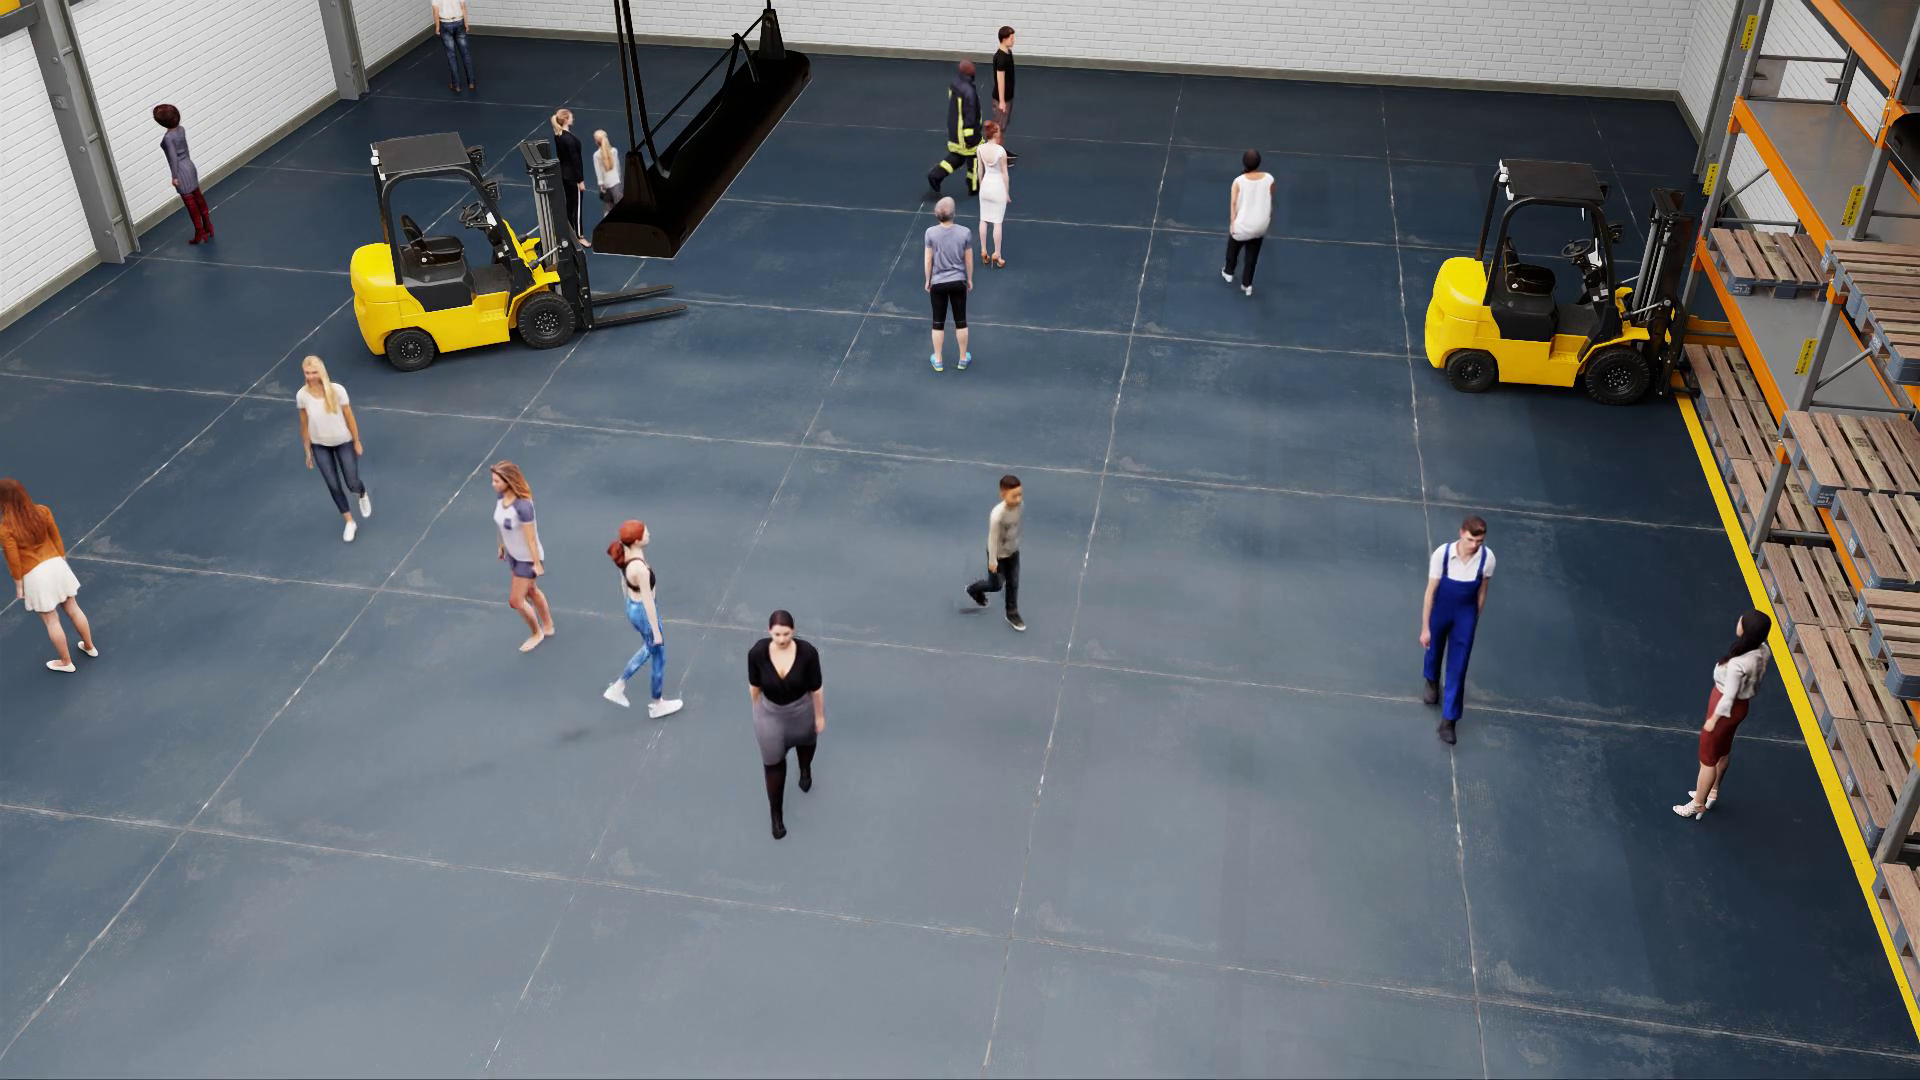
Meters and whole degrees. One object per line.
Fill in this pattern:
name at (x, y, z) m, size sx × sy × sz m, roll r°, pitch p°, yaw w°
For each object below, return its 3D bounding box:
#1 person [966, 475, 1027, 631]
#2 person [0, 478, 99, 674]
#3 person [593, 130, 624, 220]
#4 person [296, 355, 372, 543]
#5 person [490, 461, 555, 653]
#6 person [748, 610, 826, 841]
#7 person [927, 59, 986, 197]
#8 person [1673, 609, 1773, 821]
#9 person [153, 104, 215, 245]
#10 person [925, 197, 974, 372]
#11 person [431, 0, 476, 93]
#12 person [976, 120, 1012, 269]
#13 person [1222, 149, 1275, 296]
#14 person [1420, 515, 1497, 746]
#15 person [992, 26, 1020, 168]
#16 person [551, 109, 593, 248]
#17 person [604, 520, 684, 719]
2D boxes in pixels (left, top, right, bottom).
person at (0.310, 0.077, 13.560) m, size 0.874 × 1.442 × 0.846 m, roll 27°, pitch 42°, yaw 34°
person at (-7.169, 0.267, 13.021) m, size 0.740 × 1.722 × 0.605 m, roll 16°, pitch 37°, yaw 23°
person at (-4.282, -4.392, 20.458) m, size 0.852 × 1.249 × 0.932 m, roll -19°, pitch 38°, yaw -26°
person at (-5.507, -0.860, 14.651) m, size 0.736 × 1.795 × 0.830 m, roll -4°, pitch 34°, yaw -6°
person at (-3.404, 0.100, 13.280) m, size 0.793 × 1.713 × 0.738 m, roll -23°, pitch 40°, yaw -31°
person at (-1.192, 1.171, 11.666) m, size 0.822 × 1.718 × 1.082 m, roll -2°, pitch 34°, yaw -3°
person at (-0.011, -5.237, 21.231) m, size 1.172 × 1.801 × 1.170 m, roll -15°, pitch 36°, yaw -21°
person at (5.322, 1.217, 11.566) m, size 0.648 × 1.751 × 0.736 m, roll -26°, pitch 42°, yaw -34°
person at (-9.371, -4.435, 20.105) m, size 0.655 × 1.711 × 0.453 m, roll 4°, pitch 34°, yaw 5°
person at (-0.115, -2.651, 17.265) m, size 0.692 × 1.885 × 0.643 m, roll -1°, pitch 34°, yaw -1°
person at (-7.579, -7.661, 24.829) m, size 0.746 × 1.854 × 0.796 m, roll -19°, pitch 38°, yaw -26°
person at (0.370, -4.048, 19.452) m, size 0.639 × 1.790 × 0.620 m, roll 21°, pitch 39°, yaw 29°
person at (3.287, -3.581, 18.863) m, size 0.778 × 1.665 × 0.928 m, roll -2°, pitch 34°, yaw -4°
person at (3.707, 0.518, 12.568) m, size 0.653 × 1.807 × 1.148 m, roll 7°, pitch 34°, yaw 11°
person at (0.575, -5.952, 22.254) m, size 0.718 × 1.859 × 0.495 m, roll 6°, pitch 34°, yaw 9°
person at (-4.669, -4.337, 19.961) m, size 0.732 × 1.707 × 0.690 m, roll -25°, pitch 41°, yaw -32°
person at (-2.441, 0.638, 12.417) m, size 0.889 × 1.774 × 0.852 m, roll -17°, pitch 37°, yaw -24°
